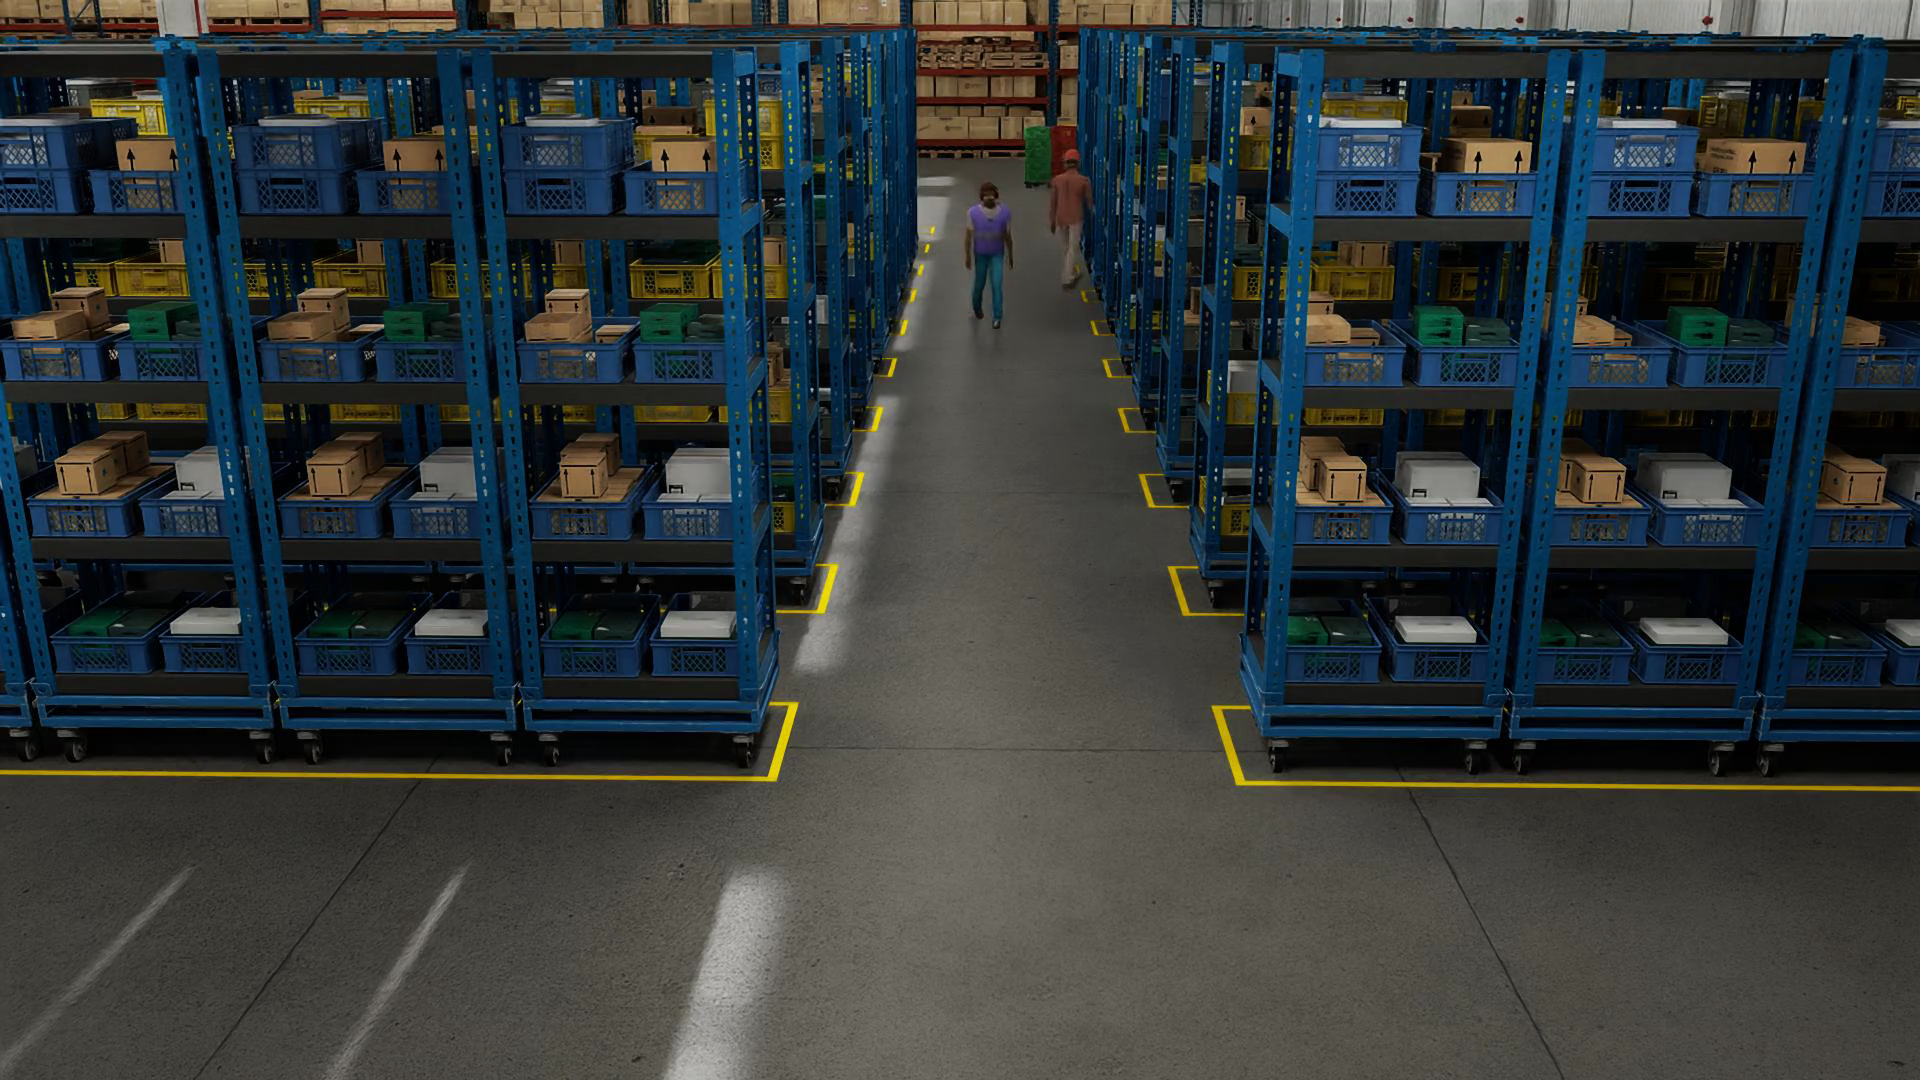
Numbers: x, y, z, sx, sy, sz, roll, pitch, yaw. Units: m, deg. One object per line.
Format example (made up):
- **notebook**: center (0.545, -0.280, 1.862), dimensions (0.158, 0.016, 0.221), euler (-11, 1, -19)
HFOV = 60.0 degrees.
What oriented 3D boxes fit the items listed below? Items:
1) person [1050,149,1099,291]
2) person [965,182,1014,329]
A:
- **person**: center (1.674, -4.570, 23.722), dimensions (0.638, 1.950, 0.944), euler (12, 21, 34)
- **person**: center (0.362, -3.599, 20.894), dimensions (0.613, 1.805, 0.840), euler (-2, 18, -5)
